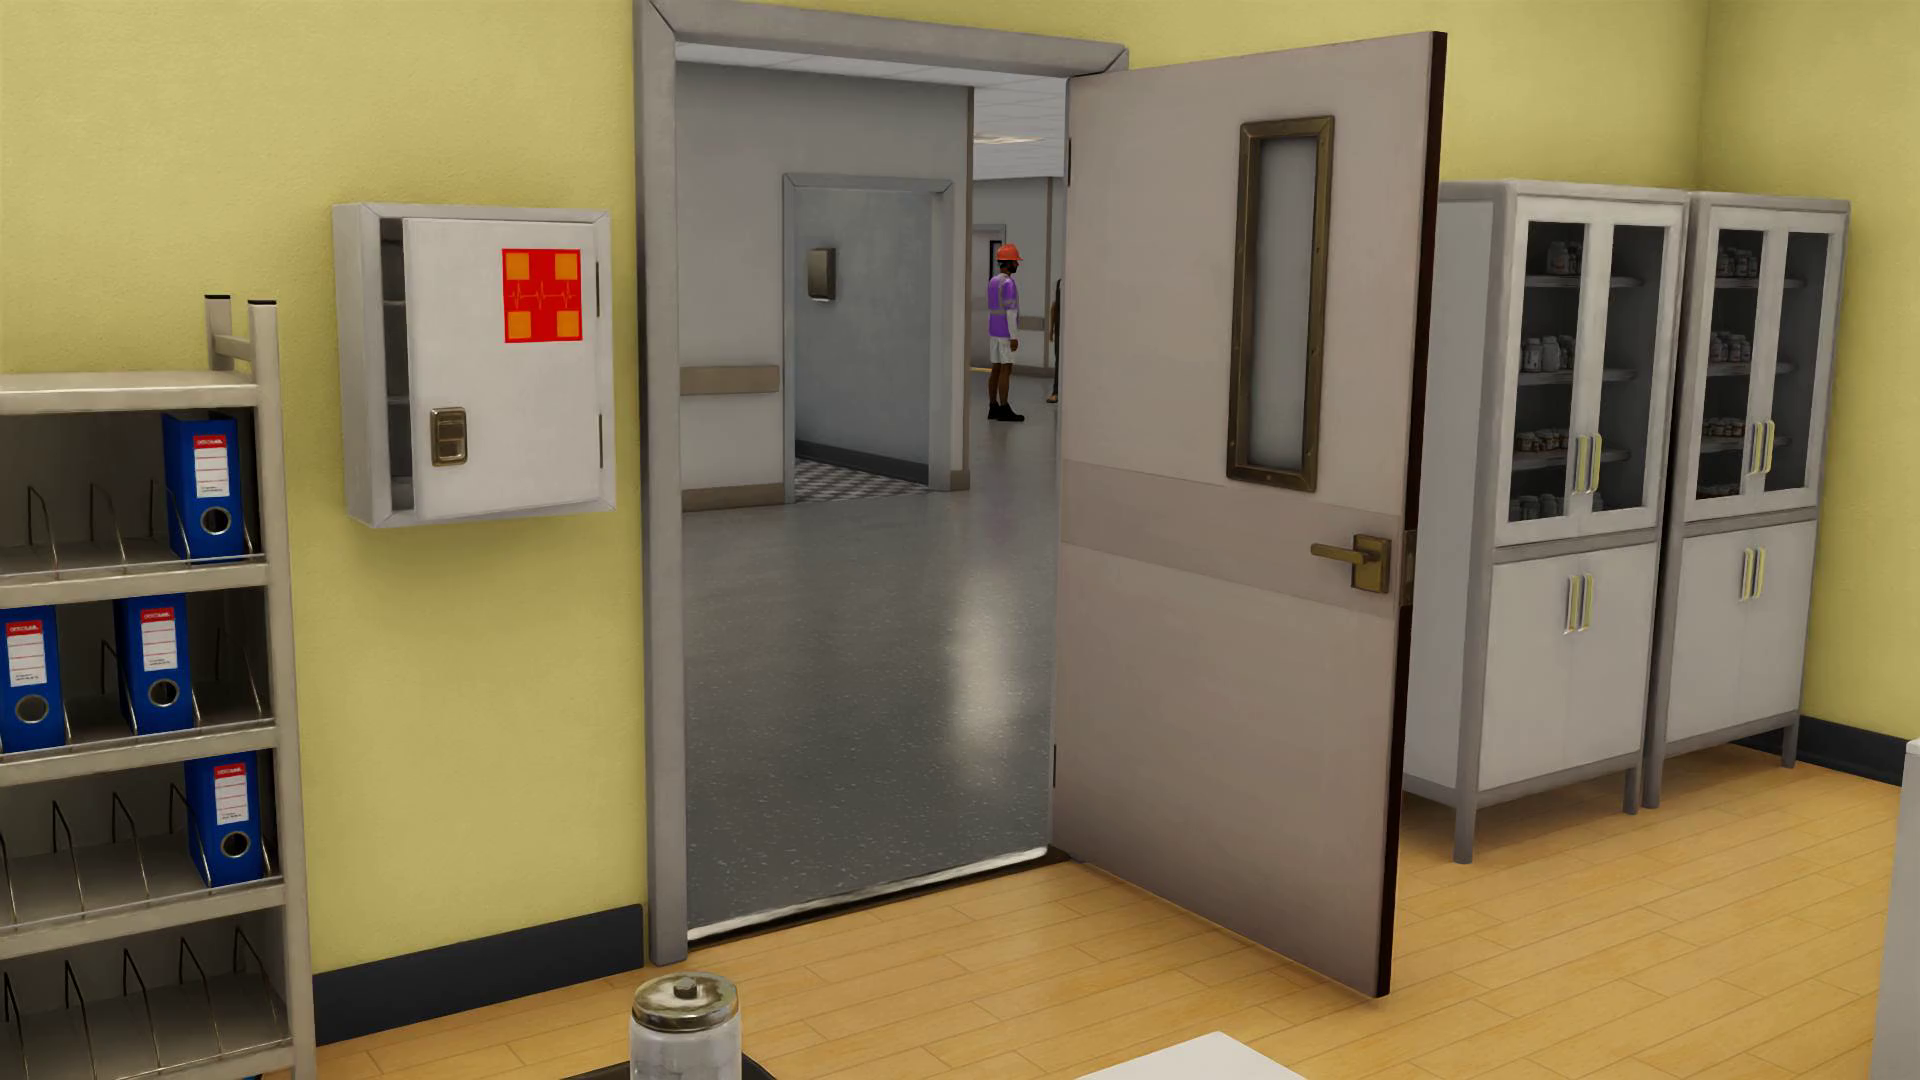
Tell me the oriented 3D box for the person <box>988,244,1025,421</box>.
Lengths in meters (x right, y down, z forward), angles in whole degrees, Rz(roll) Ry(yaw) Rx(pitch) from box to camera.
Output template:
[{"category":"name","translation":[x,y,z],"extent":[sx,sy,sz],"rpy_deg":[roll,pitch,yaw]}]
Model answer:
[{"category":"person","translation":[0.503,-2.272,18.287],"extent":[0.360,1.939,0.543],"rpy_deg":[-3,10,-23]}]
